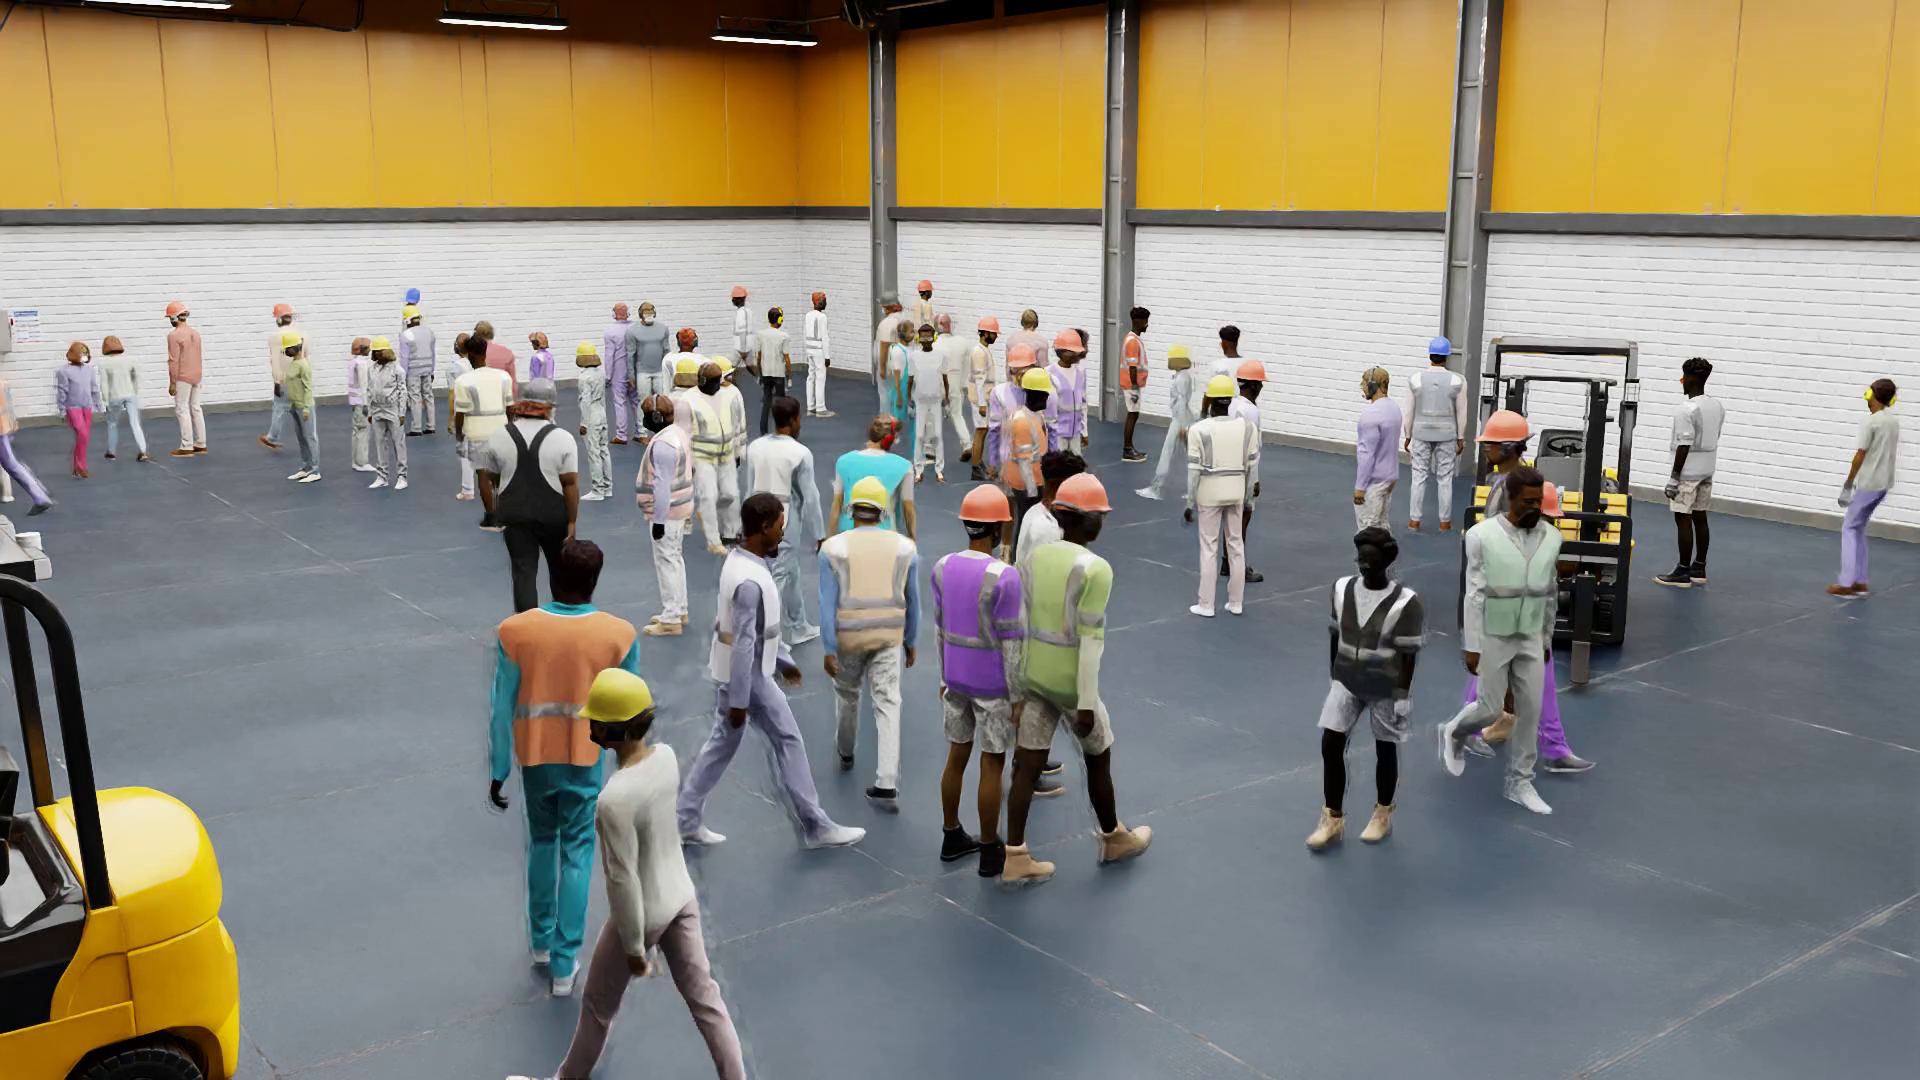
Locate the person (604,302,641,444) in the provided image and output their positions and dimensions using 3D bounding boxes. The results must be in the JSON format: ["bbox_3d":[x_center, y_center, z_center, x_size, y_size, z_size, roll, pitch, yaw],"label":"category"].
[{"bbox_3d":[-4.531,-2.243,22.404,0.402,1.902,0.652,11,16,44],"label":"person"}]

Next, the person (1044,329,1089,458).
[{"bbox_3d":[1.045,-1.065,16.411,0.611,2.032,0.411,-10,15,-39],"label":"person"}]

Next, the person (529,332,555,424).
[{"bbox_3d":[-5.250,-1.807,20.960,0.314,1.631,0.525,2,12,10],"label":"person"}]

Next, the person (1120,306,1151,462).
[{"bbox_3d":[2.199,-1.959,20.917,0.382,1.953,0.612,1,12,5],"label":"person"}]

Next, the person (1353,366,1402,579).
[{"bbox_3d":[3.455,-0.483,13.853,0.379,1.929,0.636,8,14,33],"label":"person"}]

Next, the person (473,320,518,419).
[{"bbox_3d":[-5.449,-1.551,19.012,0.645,1.911,0.810,-10,15,-41],"label":"person"}]

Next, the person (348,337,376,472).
[{"bbox_3d":[-7.246,-1.642,20.171,0.313,1.630,0.520,-7,14,-31],"label":"person"}]

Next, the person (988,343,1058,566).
[{"bbox_3d":[0.551,-0.716,14.687,0.615,2.041,0.386,1,12,7],"label":"person"}]

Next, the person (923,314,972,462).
[{"bbox_3d":[-0.180,-1.915,20.913,0.638,1.860,0.914,-8,14,-35],"label":"person"}]

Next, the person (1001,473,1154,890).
[{"bbox_3d":[0.564,0.671,8.105,0.995,1.989,0.618,-9,15,-38],"label":"person"}]

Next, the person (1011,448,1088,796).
[{"bbox_3d":[0.490,0.444,9.331,0.428,1.945,0.606,0,12,0],"label":"person"}]

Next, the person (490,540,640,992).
[{"bbox_3d":[-1.664,0.945,7.091,0.621,1.864,0.654,-1,12,-7],"label":"person"}]

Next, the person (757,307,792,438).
[{"bbox_3d":[-2.480,-2.177,22.213,0.525,1.854,0.333,5,13,22],"label":"person"}]

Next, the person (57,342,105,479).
[{"bbox_3d":[-10.329,-1.524,19.613,0.542,1.611,0.513,4,12,19],"label":"person"}]

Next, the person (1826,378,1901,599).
[{"bbox_3d":[7.522,-0.426,13.799,0.530,1.831,0.395,-8,14,-34],"label":"person"}]

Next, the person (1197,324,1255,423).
[{"bbox_3d":[2.884,-1.345,17.936,0.619,1.951,0.431,-6,13,-28],"label":"person"}]

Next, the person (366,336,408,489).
[{"bbox_3d":[-6.536,-1.446,18.943,0.485,1.744,0.295,3,12,12],"label":"person"}]

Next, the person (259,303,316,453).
[{"bbox_3d":[-8.726,-2.091,21.573,1.024,1.934,0.656,7,14,32],"label":"person"}]

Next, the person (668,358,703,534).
[{"bbox_3d":[-2.668,-0.927,16.436,0.484,1.743,0.298,-8,14,-35],"label":"person"}]

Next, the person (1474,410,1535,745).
[{"bbox_3d":[3.277,0.229,10.123,0.389,2.041,0.614,3,12,16],"label":"person"}]

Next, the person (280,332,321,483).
[{"bbox_3d":[-7.708,-1.548,19.398,0.326,1.760,0.524,-10,15,-40],"label":"person"}]

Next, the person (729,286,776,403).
[{"bbox_3d":[-3.435,-3.134,26.730,0.966,1.901,0.558,2,12,8],"label":"person"}]

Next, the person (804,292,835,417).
[{"bbox_3d":[-2.148,-2.804,25.159,0.337,1.882,0.583,-8,14,-35],"label":"person"}]

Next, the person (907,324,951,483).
[{"bbox_3d":[-0.365,-1.589,19.359,0.510,1.861,0.324,0,12,-1],"label":"person"}]

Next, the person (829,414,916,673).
[{"bbox_3d":[-0.608,0.024,11.678,0.584,1.804,0.513,3,12,16],"label":"person"}]

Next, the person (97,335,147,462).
[{"bbox_3d":[-10.546,-1.778,20.899,0.826,1.594,0.502,11,16,43],"label":"person"}]

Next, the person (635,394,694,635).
[{"bbox_3d":[-2.255,-0.200,12.722,0.429,1.831,0.635,-1,12,-3],"label":"person"}]

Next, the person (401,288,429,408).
[{"bbox_3d":[-8.610,-3.023,26.212,0.802,1.890,0.380,11,16,44],"label":"person"}]

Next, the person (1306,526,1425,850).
[{"bbox_3d":[2.029,0.765,8.393,0.549,1.670,0.680,10,15,40],"label":"person"}]

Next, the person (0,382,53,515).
[{"bbox_3d":[-9.961,-1.101,17.146,0.963,1.803,0.585,-2,12,-11],"label":"person"}]

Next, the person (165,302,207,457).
[{"bbox_3d":[-9.950,-2.060,21.346,0.411,1.980,0.626,2,12,7],"label":"person"}]
